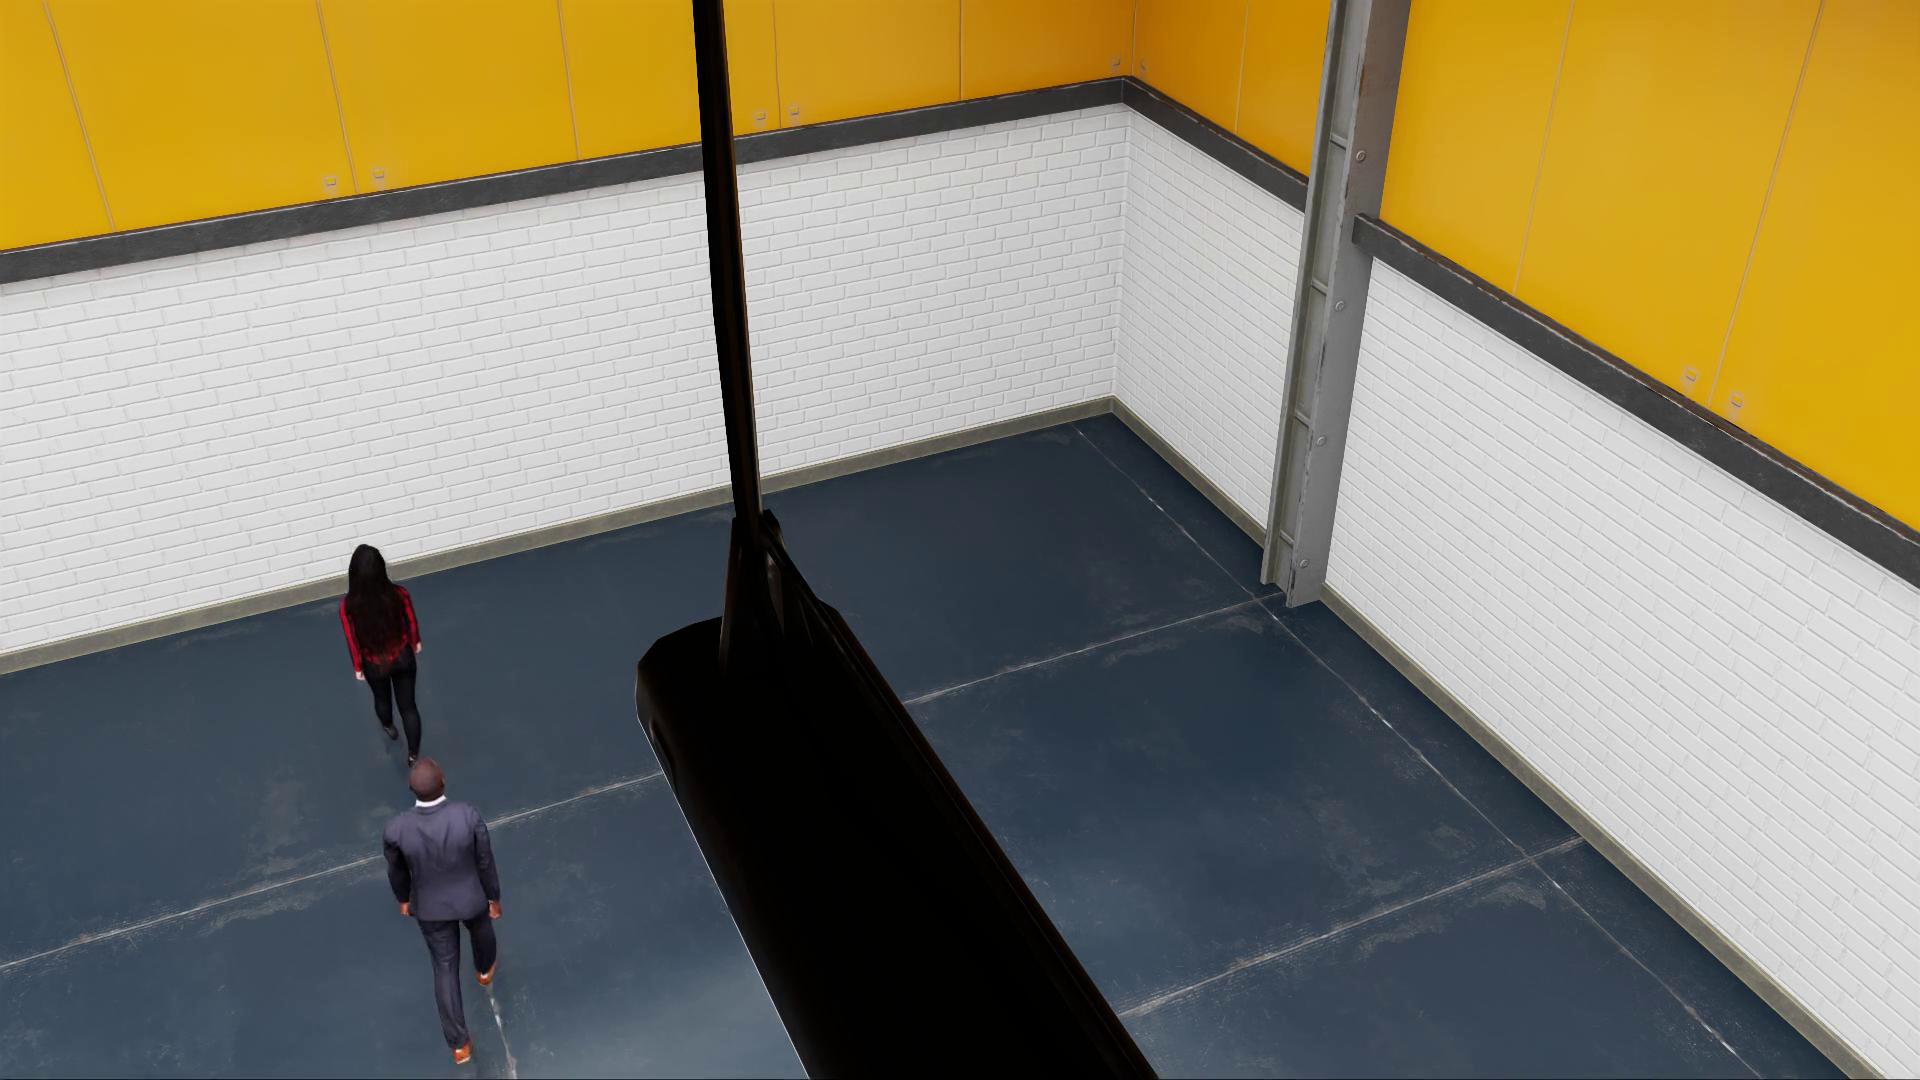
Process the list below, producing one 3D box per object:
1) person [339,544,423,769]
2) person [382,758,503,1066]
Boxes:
[{"bbox_3d":[-3.562,0.799,10.451,0.623,1.638,0.876,-17,37,-24],"label":"person"},{"bbox_3d":[-2.638,1.917,8.621,0.856,1.801,1.232,-8,34,-12],"label":"person"}]
